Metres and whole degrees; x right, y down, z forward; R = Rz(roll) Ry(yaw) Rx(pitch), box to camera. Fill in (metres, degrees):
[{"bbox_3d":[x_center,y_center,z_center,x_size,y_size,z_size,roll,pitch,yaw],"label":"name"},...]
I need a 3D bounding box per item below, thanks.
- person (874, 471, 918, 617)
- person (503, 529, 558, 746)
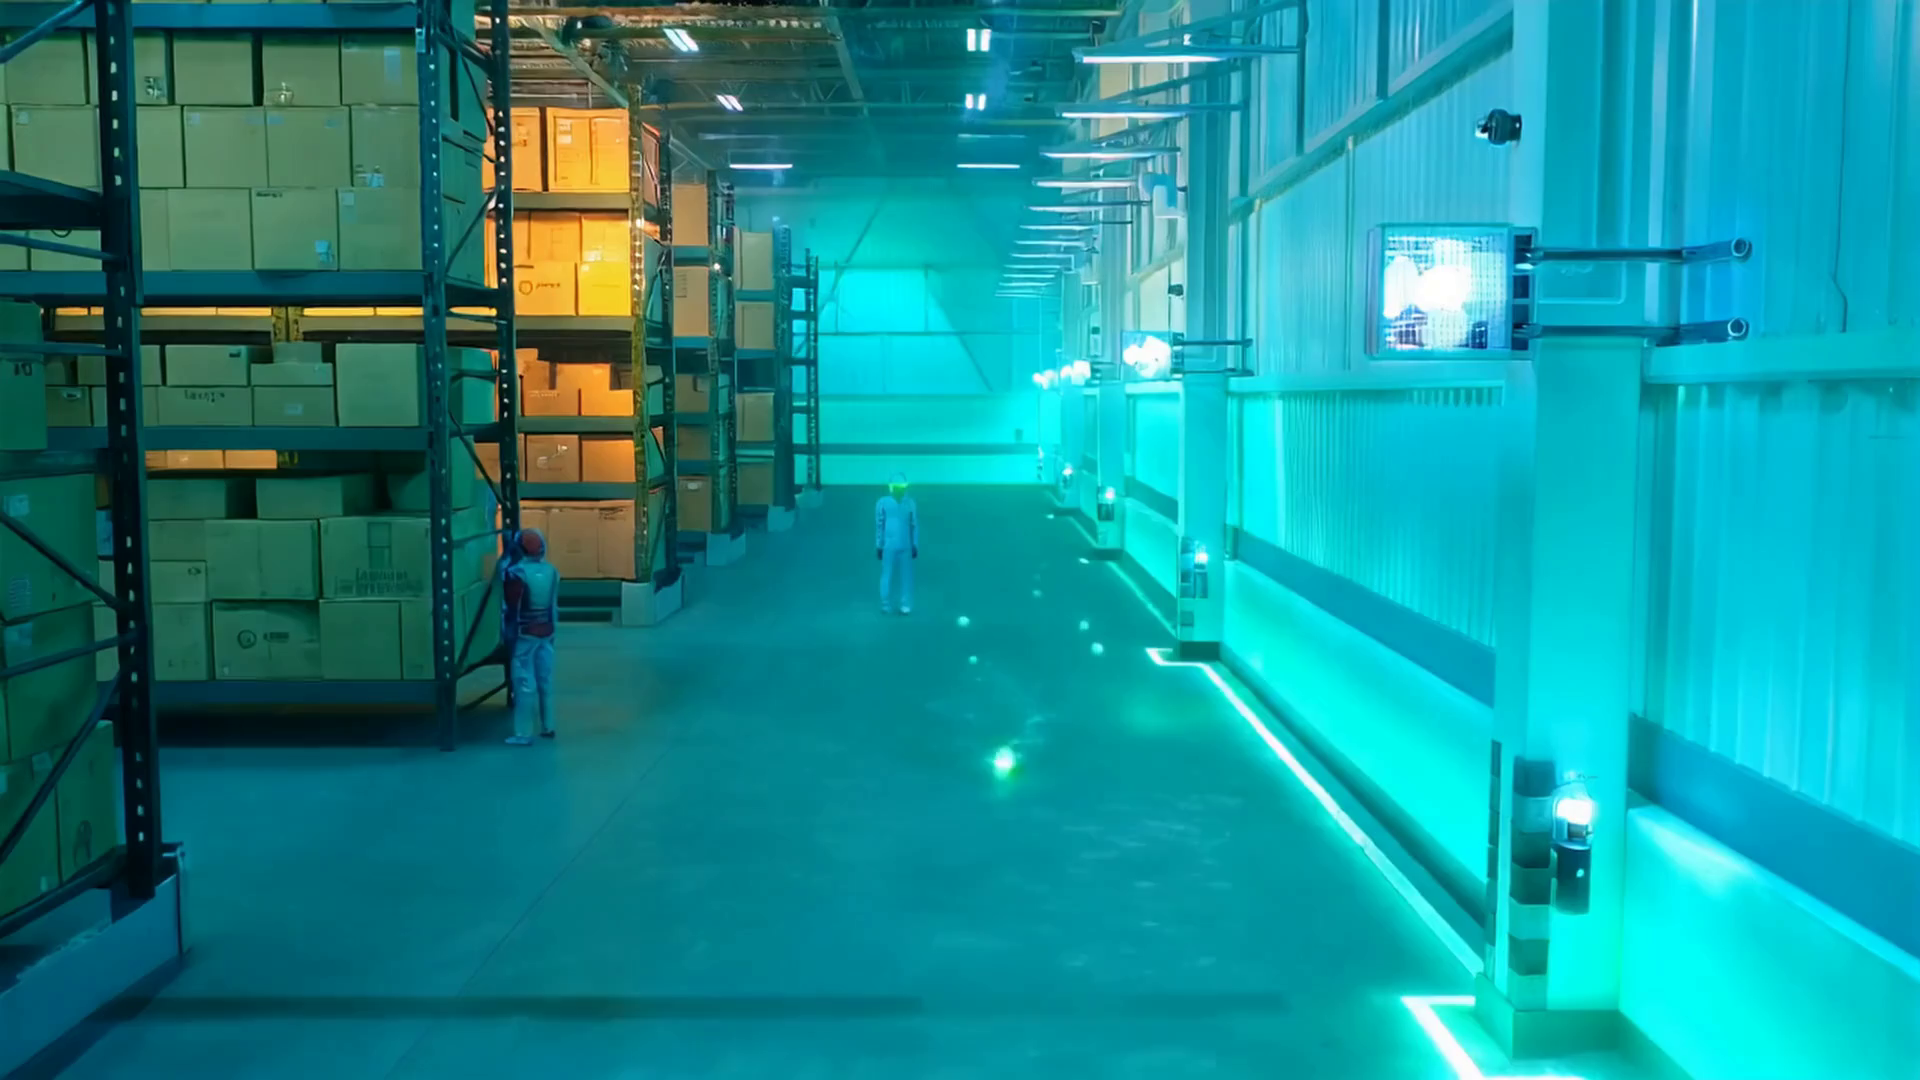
[{"bbox_3d":[-0.747,0.049,19.881,0.566,1.744,0.349,-3,6,-29],"label":"person"},{"bbox_3d":[-3.234,0.732,12.583,0.312,1.632,0.525,3,6,30],"label":"person"}]
